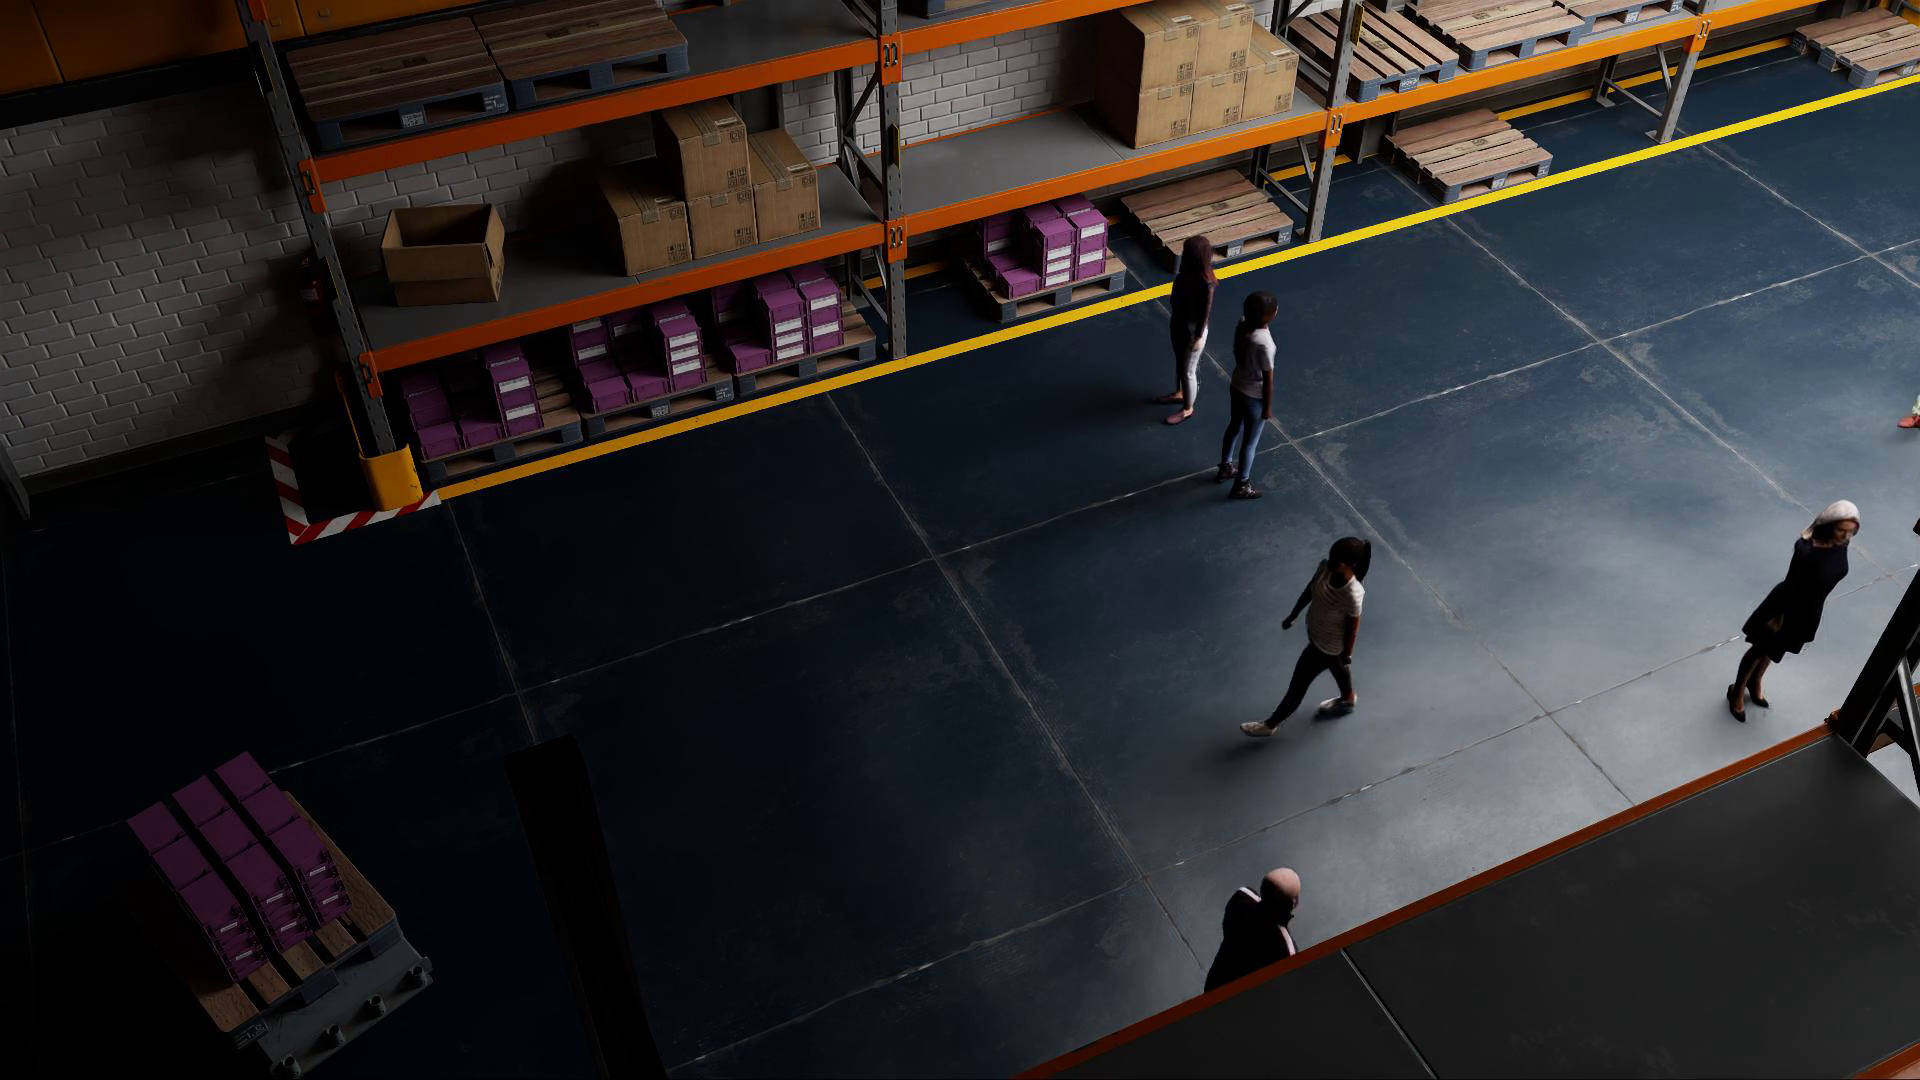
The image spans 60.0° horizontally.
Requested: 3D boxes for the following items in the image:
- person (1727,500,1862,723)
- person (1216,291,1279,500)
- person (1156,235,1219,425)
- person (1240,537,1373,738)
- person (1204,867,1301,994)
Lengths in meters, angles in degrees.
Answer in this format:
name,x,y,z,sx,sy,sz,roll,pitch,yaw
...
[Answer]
name,x,y,z,sx,sy,sz,roll,pitch,yaw
person,5.129,0.430,10.226,0.503,1.746,0.659,-20,47,-20
person,2.053,-1.041,11.789,0.530,1.719,0.587,-16,46,-16
person,1.704,-1.599,12.458,0.552,1.605,0.606,-11,45,-12
person,2.310,0.567,10.189,1.114,1.597,0.753,-8,44,-8
person,1.330,2.323,8.211,1.102,1.783,0.781,-22,48,-21
